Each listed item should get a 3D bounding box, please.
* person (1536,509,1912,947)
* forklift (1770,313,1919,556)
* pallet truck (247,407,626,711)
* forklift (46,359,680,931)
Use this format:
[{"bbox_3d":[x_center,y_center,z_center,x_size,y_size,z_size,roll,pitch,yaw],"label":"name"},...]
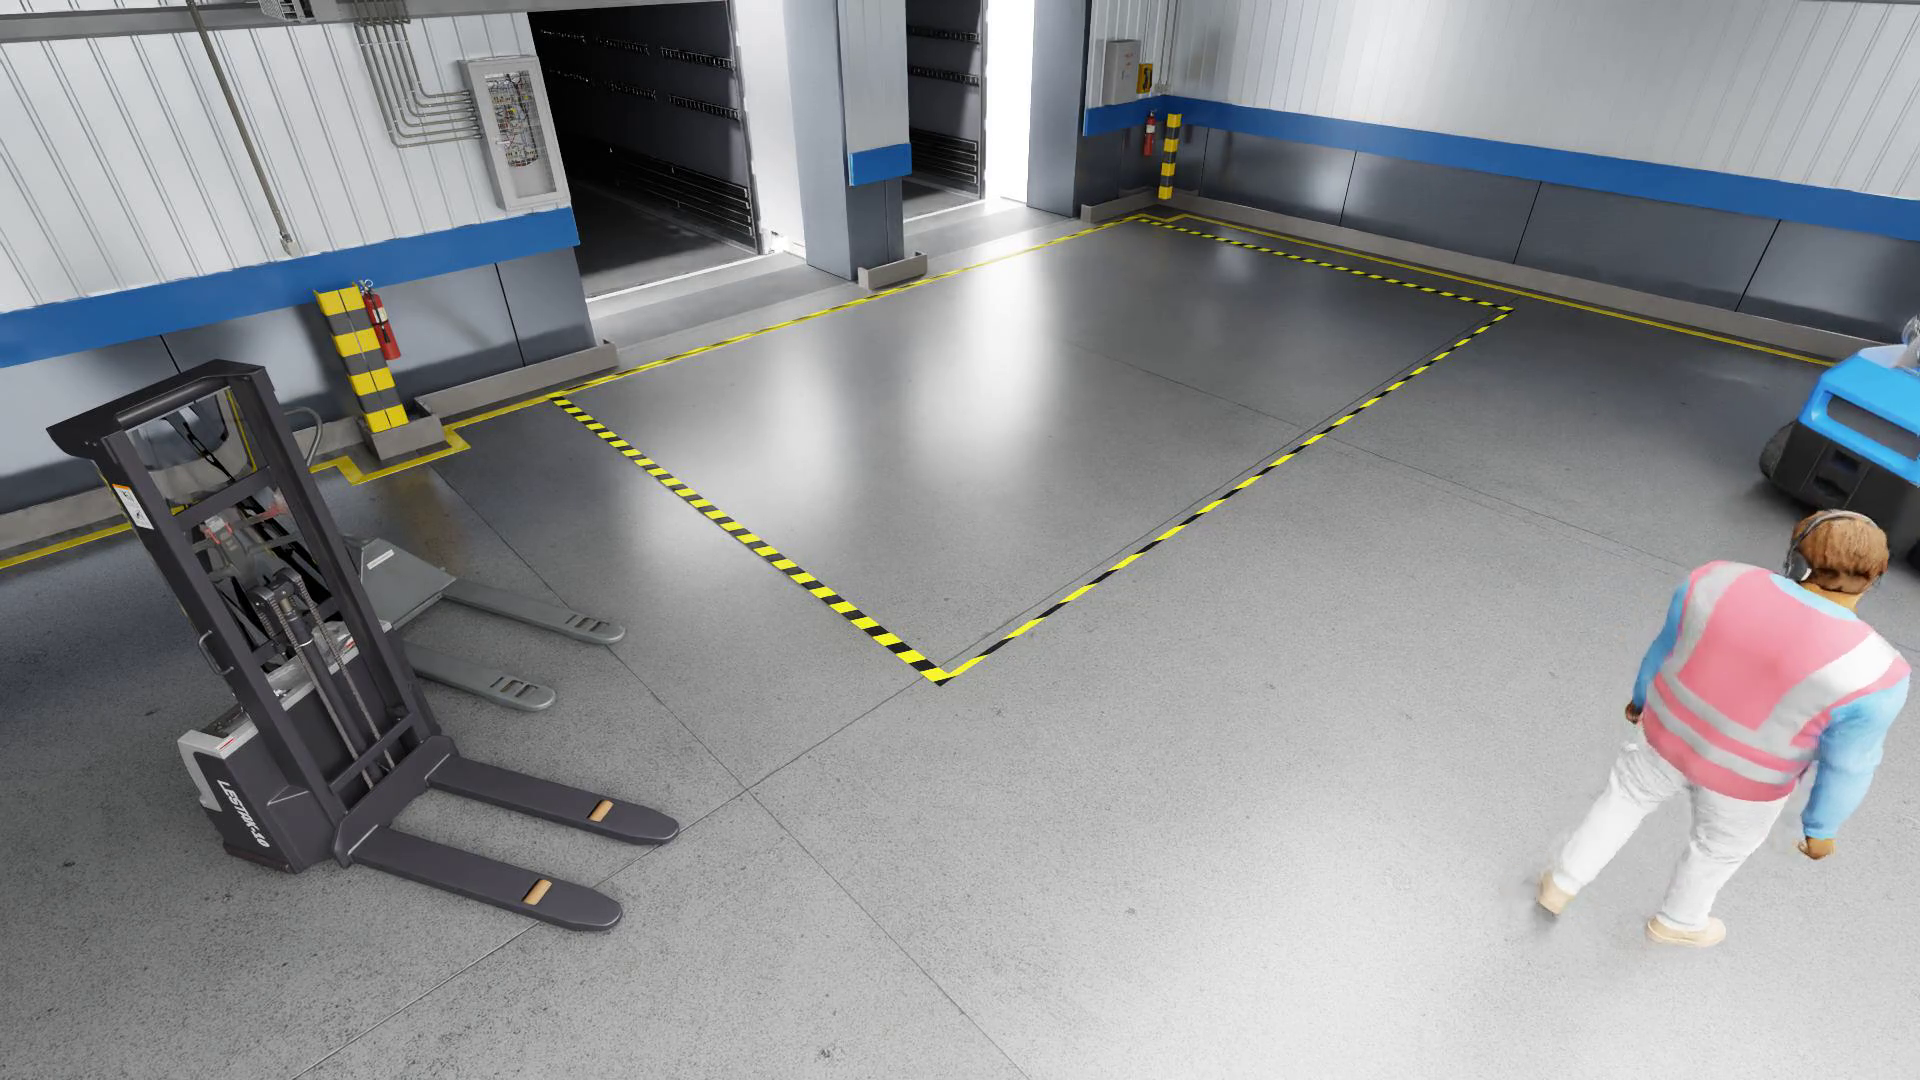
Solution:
[{"bbox_3d":[2.562,0.727,3.072,0.631,1.816,0.702,-12,36,-17],"label":"person"},{"bbox_3d":[6.577,-1.045,5.194,2.680,2.036,1.157,-3,34,-5],"label":"forklift"},{"bbox_3d":[-2.628,0.038,4.590,1.601,1.201,0.680,12,36,18],"label":"pallet truck"},{"bbox_3d":[-2.135,0.422,3.354,1.885,1.965,0.823,10,35,14],"label":"forklift"}]
